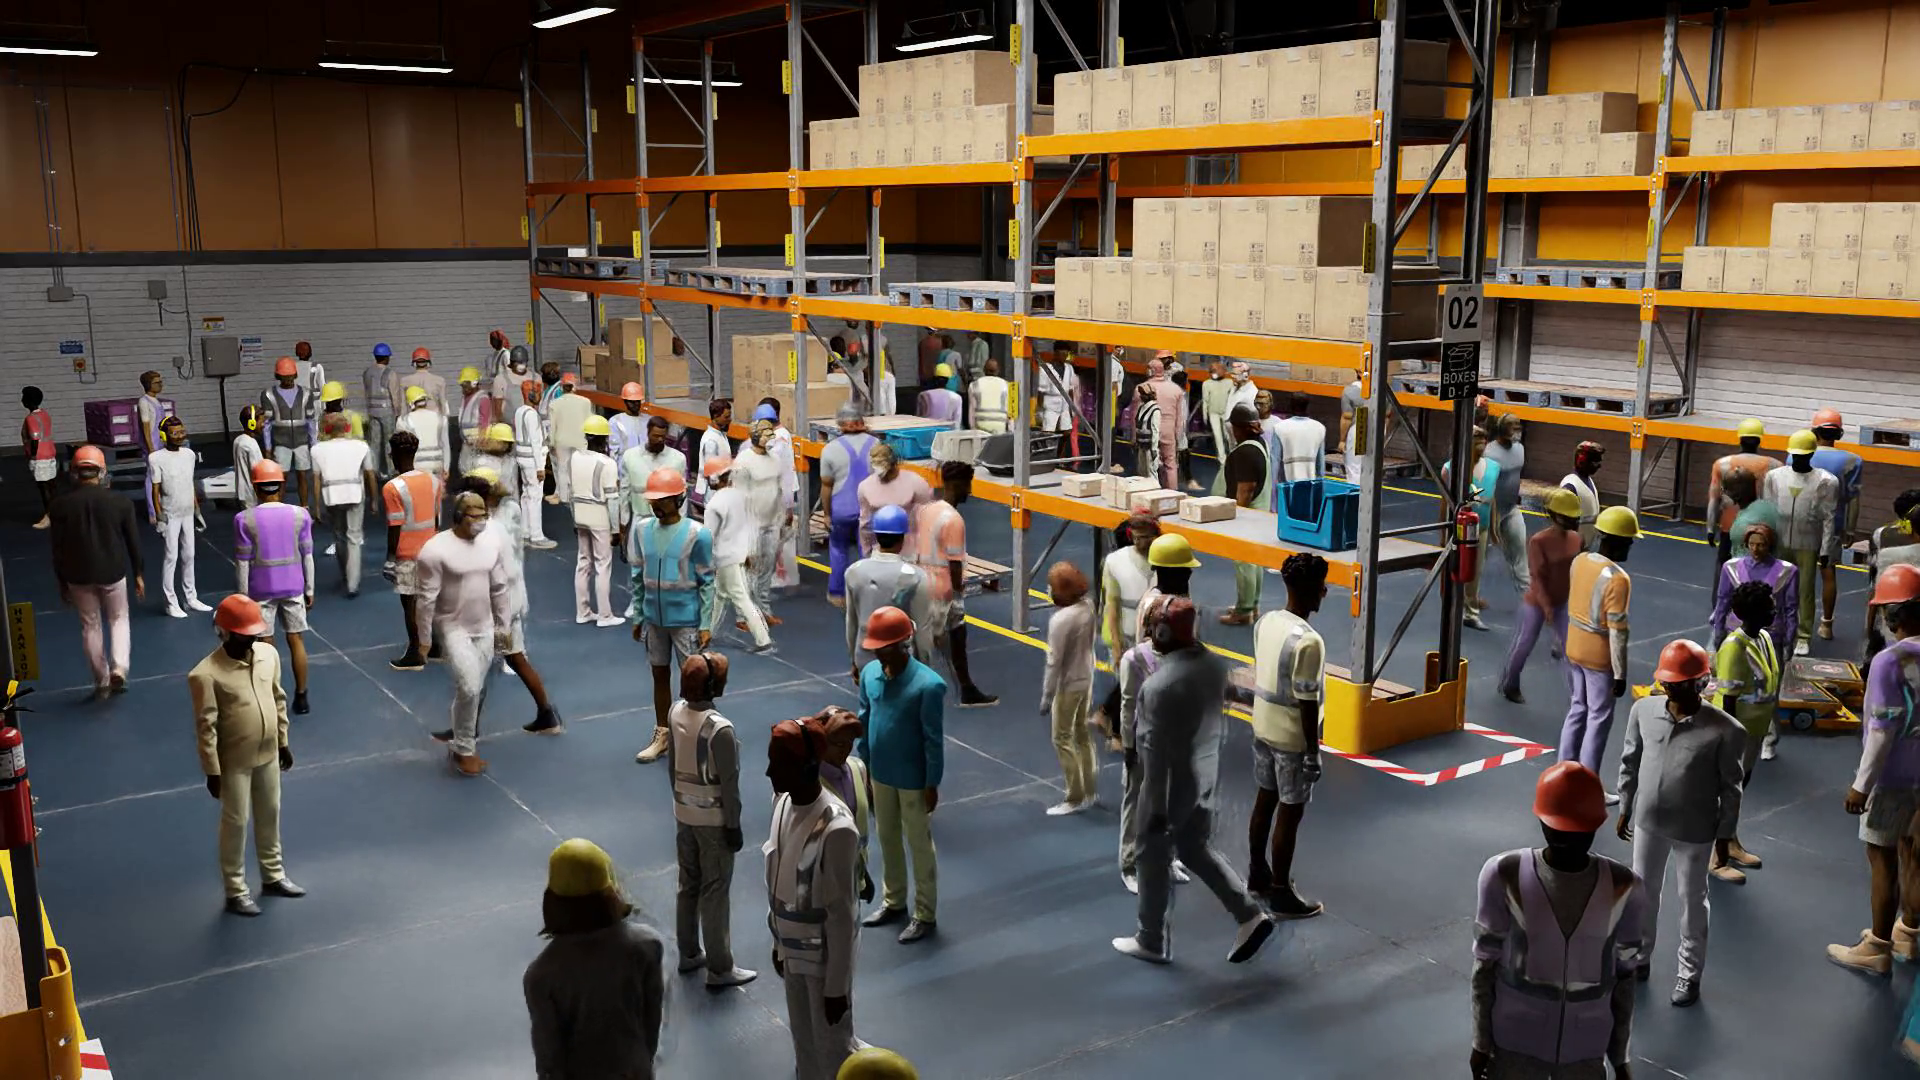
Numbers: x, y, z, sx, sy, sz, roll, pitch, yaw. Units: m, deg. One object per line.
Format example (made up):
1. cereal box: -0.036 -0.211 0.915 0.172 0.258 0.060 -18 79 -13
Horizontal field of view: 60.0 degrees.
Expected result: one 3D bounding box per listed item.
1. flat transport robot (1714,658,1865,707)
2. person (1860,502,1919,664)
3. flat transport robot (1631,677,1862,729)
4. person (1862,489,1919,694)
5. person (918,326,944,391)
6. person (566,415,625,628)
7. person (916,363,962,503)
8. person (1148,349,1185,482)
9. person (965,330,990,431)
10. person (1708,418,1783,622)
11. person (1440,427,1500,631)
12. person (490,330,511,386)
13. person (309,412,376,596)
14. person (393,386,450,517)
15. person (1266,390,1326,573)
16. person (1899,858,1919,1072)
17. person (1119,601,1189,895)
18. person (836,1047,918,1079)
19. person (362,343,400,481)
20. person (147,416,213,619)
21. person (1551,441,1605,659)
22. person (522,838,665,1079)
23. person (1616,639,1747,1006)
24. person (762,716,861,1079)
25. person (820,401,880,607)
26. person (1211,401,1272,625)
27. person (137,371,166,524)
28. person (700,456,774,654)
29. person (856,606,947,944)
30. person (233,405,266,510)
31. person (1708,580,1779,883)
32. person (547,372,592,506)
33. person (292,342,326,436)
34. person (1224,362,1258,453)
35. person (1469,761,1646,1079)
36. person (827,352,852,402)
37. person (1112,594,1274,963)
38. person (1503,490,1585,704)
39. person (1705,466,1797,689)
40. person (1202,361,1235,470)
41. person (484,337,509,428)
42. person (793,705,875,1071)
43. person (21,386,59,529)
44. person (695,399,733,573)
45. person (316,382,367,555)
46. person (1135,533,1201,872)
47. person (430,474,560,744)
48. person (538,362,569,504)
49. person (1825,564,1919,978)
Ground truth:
1. flat transport robot: 6.343 1.063 12.957 1.431 0.197 0.652 4 12 20
2. person: 6.252 0.687 10.954 0.565 1.854 0.691 6 12 27
3. flat transport robot: 5.808 1.185 12.330 1.431 0.197 0.652 2 11 9
4. person: 6.994 0.459 12.402 0.321 1.694 0.534 -5 12 -25
5. person: -0.460 -2.728 27.975 0.424 1.983 0.615 -8 14 -36
6. person: -3.286 -0.168 15.035 0.588 1.919 0.397 7 13 32
7. person: -0.266 -1.250 20.683 0.583 1.886 0.934 1 11 4
8. person: 2.843 -1.765 23.151 0.553 1.935 0.361 6 12 27
9. person: 0.281 -2.747 28.169 0.428 1.939 0.638 -7 13 -31
10. person: 7.031 -0.143 14.912 0.606 1.909 0.511 6 12 27
11. person: 4.531 -0.098 14.857 0.569 1.842 0.382 -4 12 -19
12. person: -7.338 -2.405 26.577 0.367 1.883 0.583 -7 13 -31
13. person: -6.060 -0.362 16.360 0.580 1.797 0.985 -3 12 -17
14. person: -6.128 -0.851 18.853 0.583 1.792 0.733 -9 14 -38
15. person: 3.484 -0.594 17.261 0.634 1.906 0.411 -3 11 -15
16. person: 4.308 1.483 6.864 0.540 1.803 0.886 -2 11 -10
17. person: 1.088 1.124 9.164 0.525 1.645 0.310 -6 13 -30
18. person: -0.178 2.061 4.070 0.325 1.740 0.492 5 12 23
19. person: -8.026 -1.769 23.177 0.610 1.938 0.420 6 12 26
20. person: -7.234 -0.219 15.412 0.329 1.872 0.508 5 12 22
21. person: 5.154 0.082 13.955 0.390 1.838 0.563 7 13 31
22. person: -1.157 1.814 5.442 0.482 1.702 0.891 -5 12 -26
23. person: 3.363 1.317 7.848 0.343 1.749 0.571 -10 15 -41
24. person: -0.553 1.566 6.276 0.355 1.876 0.574 -6 13 -30
25. person: -0.998 -0.330 15.540 0.695 2.000 0.968 -3 11 -14
26. person: 2.546 -0.251 15.137 0.535 2.000 0.684 5 12 24
27. person: -9.703 -1.114 20.053 0.343 1.847 0.507 -2 11 -12
28. person: -1.977 0.130 14.091 0.937 1.695 0.569 4 12 19
29. person: -0.326 1.186 8.559 0.578 1.737 0.355 10 15 41
30. person: -6.945 -0.398 16.378 0.339 1.856 0.524 -9 14 -38
31. person: 4.388 1.054 9.328 0.315 1.700 0.540 10 15 41
32. person: -4.925 -1.260 21.089 0.581 1.733 0.634 -5 12 -23
33. person: -9.493 -1.943 24.200 0.584 1.882 0.344 0 11 -2
34. person: 3.485 -1.265 20.706 0.398 1.898 0.645 -3 11 -13
35. person: 1.987 1.668 5.579 0.542 1.938 0.358 2 11 8
36. person: -1.792 -1.832 23.958 0.518 1.756 0.347 -7 13 -30
37. person: 1.149 1.199 8.134 0.741 1.881 0.676 8 14 37
38. person: 4.398 0.462 12.345 0.508 1.711 0.947 -3 11 -16
39. person: 5.823 0.377 12.365 0.989 1.867 0.675 5 12 25
40. person: 3.824 -1.840 24.429 0.550 1.591 0.611 1 11 6
41. person: -7.491 -2.478 27.275 0.572 1.746 0.346 -10 15 -43
42. person: -0.556 1.508 7.170 0.311 1.639 0.512 7 13 31
43. person: -10.927 -0.980 19.750 0.321 1.697 0.529 -2 11 -11
44. person: -2.423 -0.457 16.544 0.401 1.908 0.599 0 11 -1
45. person: -6.864 -0.784 18.234 0.626 1.887 0.804 6 12 27
46. person: 1.165 0.909 9.486 0.370 1.929 0.585 2 11 8
47. person: -3.283 0.482 11.707 0.895 1.925 0.631 0 11 1
48. person: -5.216 -1.385 21.486 0.429 1.833 0.630 -6 13 -28
49. person: 4.557 1.122 8.131 0.605 2.033 0.392 -6 13 -29
